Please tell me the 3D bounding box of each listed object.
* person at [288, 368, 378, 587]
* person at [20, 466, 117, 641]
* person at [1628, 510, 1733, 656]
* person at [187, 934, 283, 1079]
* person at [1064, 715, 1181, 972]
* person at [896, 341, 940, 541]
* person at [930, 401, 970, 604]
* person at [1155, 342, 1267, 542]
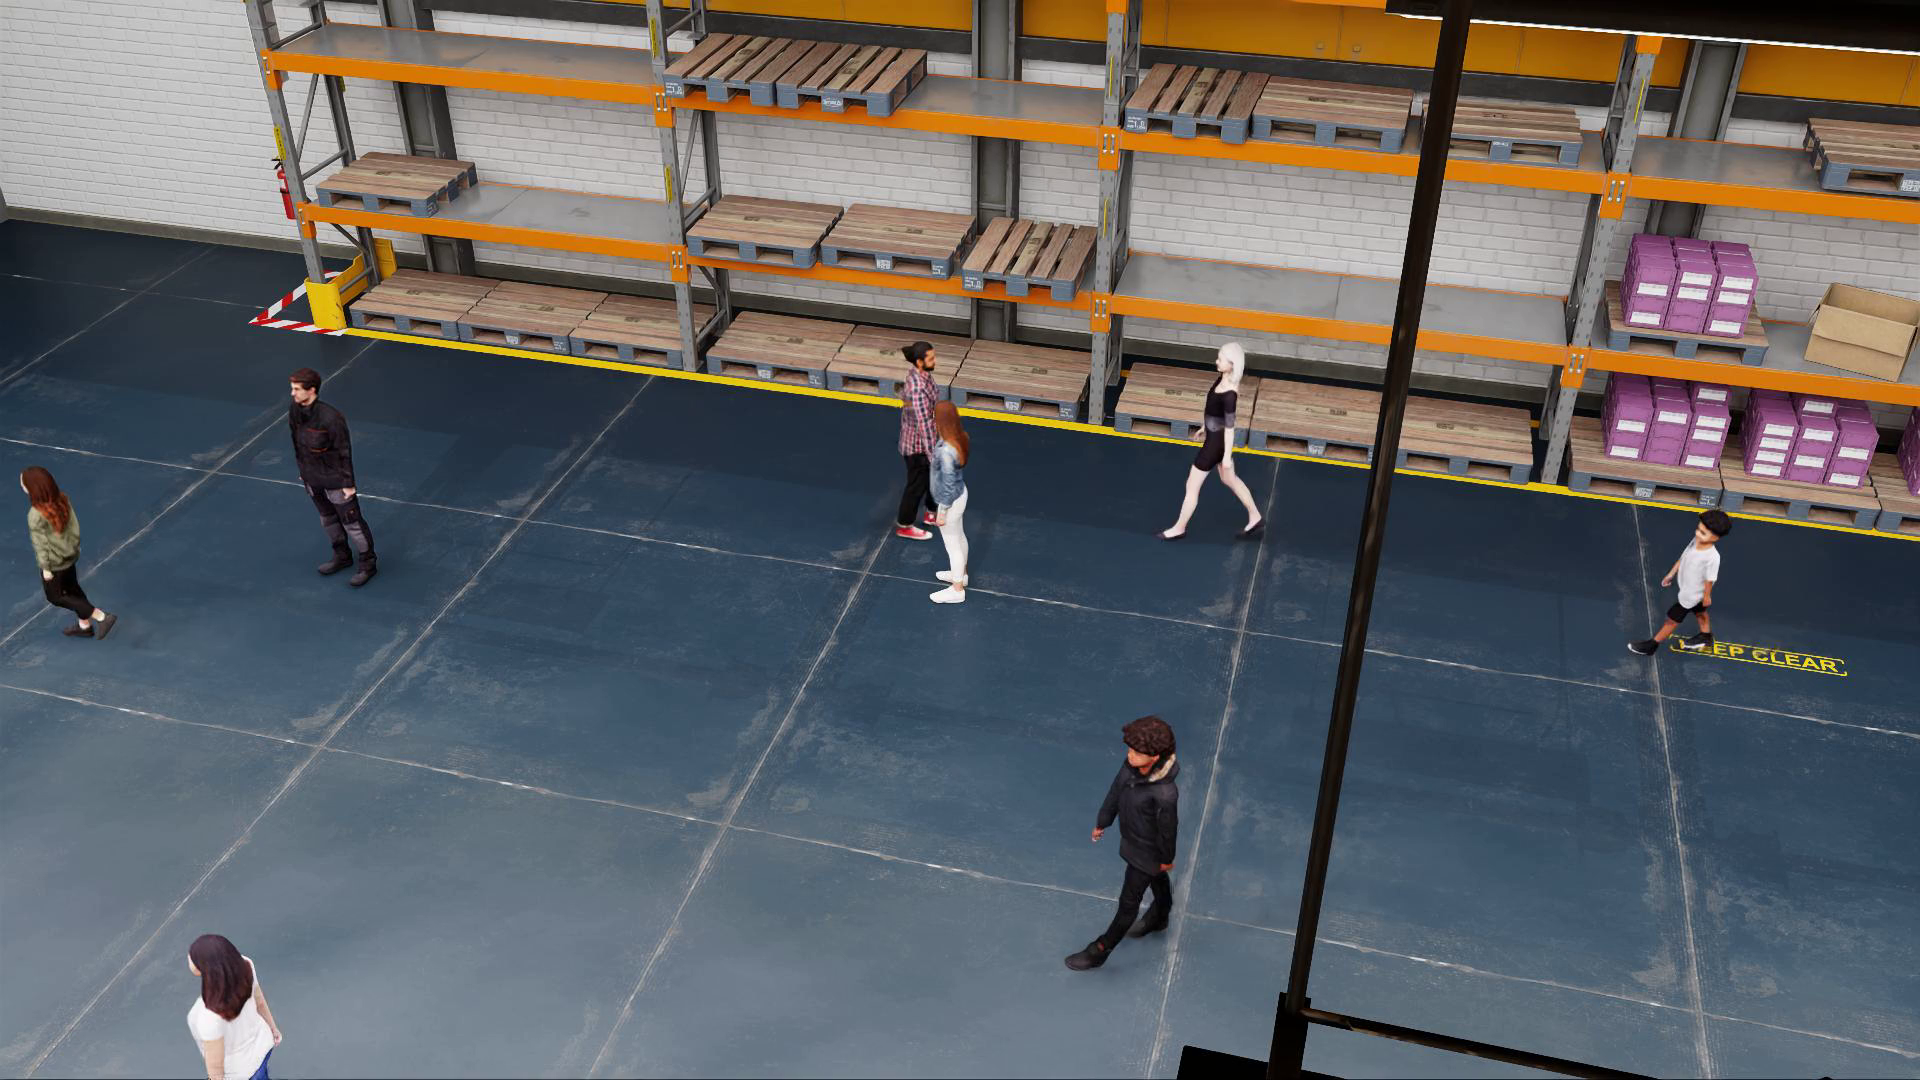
[{"bbox_3d":[-4.831,-0.496,12.758,0.607,1.838,0.838,17,37,24],"label":"person"},{"bbox_3d":[-6.516,0.126,12.156,0.778,1.468,0.684,1,34,2],"label":"person"},{"bbox_3d":[5.397,0.323,12.085,0.945,1.219,0.664,-2,34,-2],"label":"person"},{"bbox_3d":[-3.449,2.613,8.253,1.148,1.647,0.753,2,34,4],"label":"person"},{"bbox_3d":[1.139,1.688,9.560,1.107,1.741,0.976,-11,35,-16],"label":"person"},{"bbox_3d":[-0.386,-0.783,13.271,0.772,1.749,0.748,5,34,7],"label":"person"},{"bbox_3d":[-0.056,-0.297,12.583,0.536,1.700,0.636,5,34,7],"label":"person"},{"bbox_3d":[2.128,-0.747,13.178,1.134,1.792,0.680,4,34,6],"label":"person"}]
